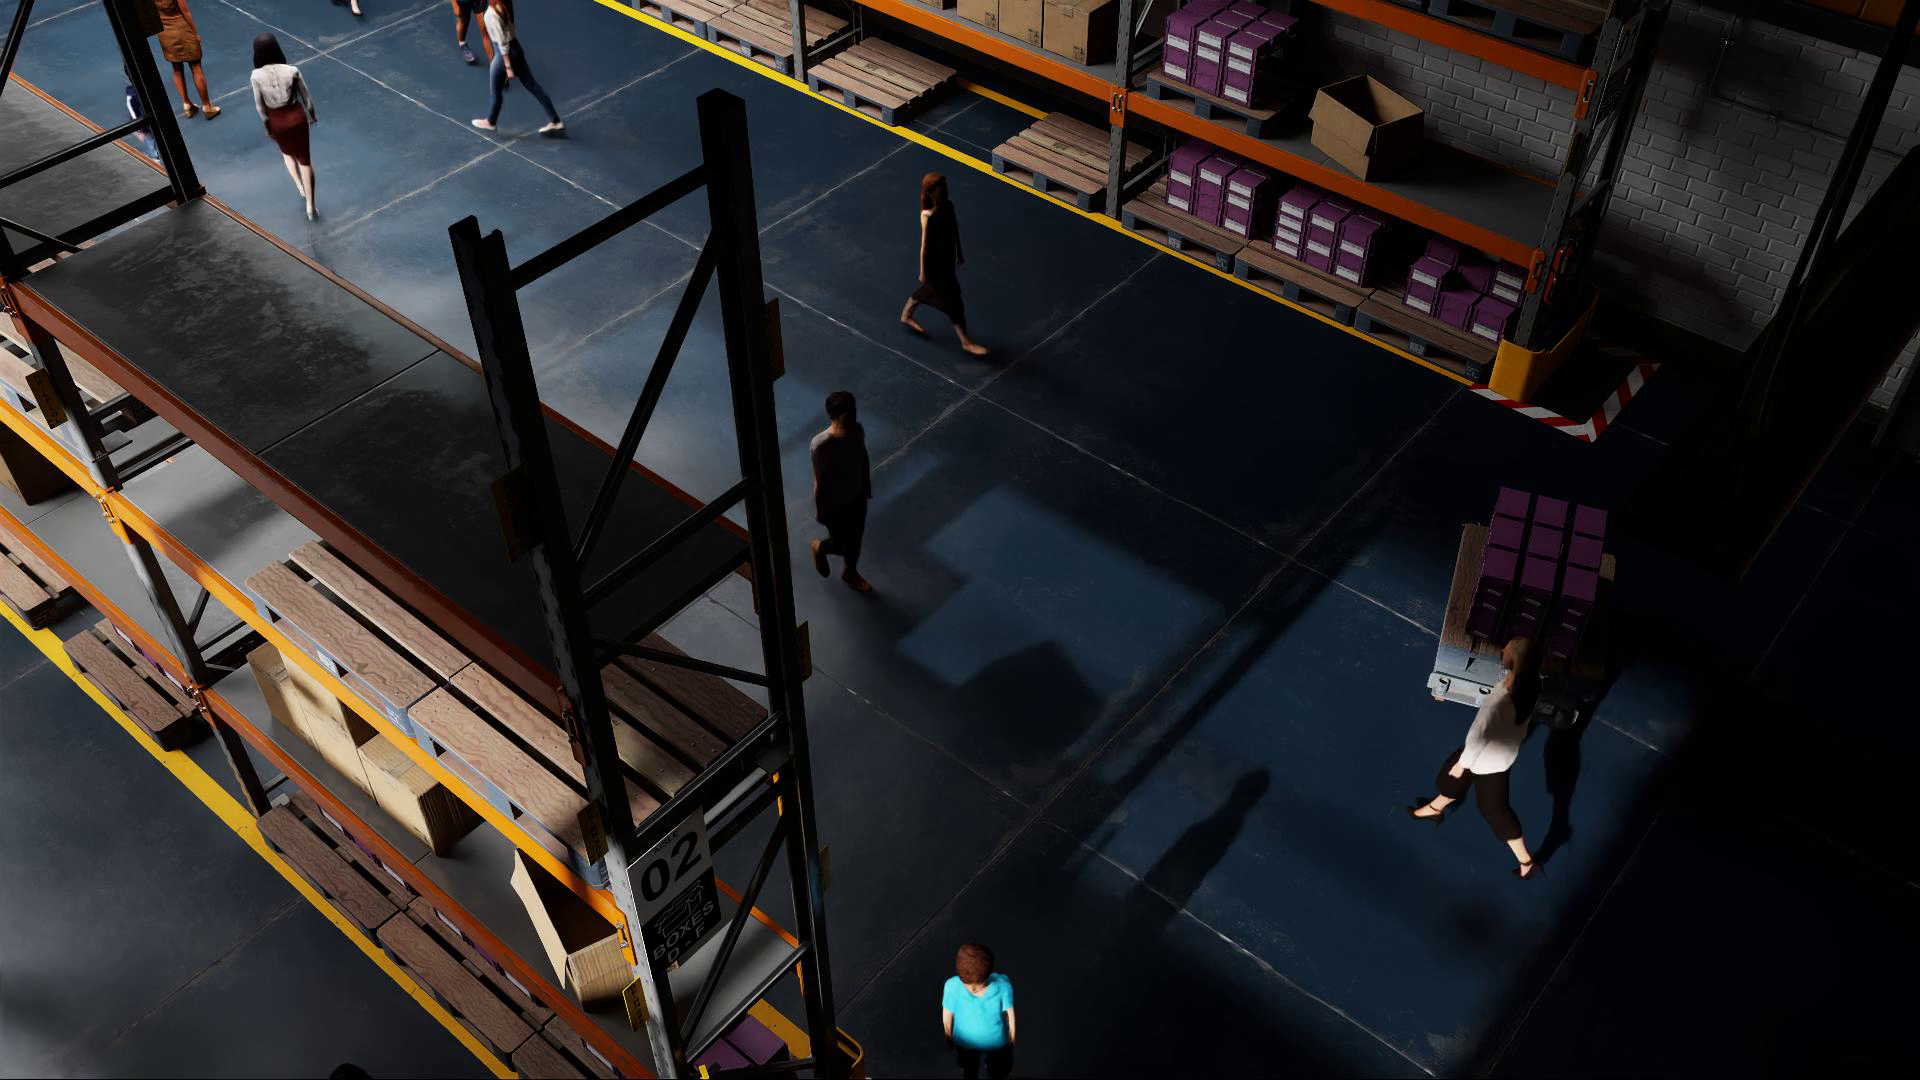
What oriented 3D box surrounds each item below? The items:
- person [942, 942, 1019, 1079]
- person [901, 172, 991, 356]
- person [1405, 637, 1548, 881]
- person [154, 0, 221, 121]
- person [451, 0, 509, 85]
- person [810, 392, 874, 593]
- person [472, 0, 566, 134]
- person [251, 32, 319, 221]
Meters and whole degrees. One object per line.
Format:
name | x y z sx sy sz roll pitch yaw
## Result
person | 0.105 2.473 8.627 0.709 1.437 0.768 -2 44 -3
person | -0.245 -2.268 13.505 1.137 1.573 0.749 20 47 20
person | 3.144 1.300 9.577 1.144 1.825 0.635 28 50 26
person | -7.629 -4.922 16.211 0.597 1.684 0.700 7 44 7
person | -5.015 -5.540 16.831 0.820 1.723 1.236 -27 50 -26
person | -0.860 -0.351 11.393 0.649 1.710 0.741 -34 53 -31
person | -4.227 -4.617 15.893 1.224 1.680 1.007 5 44 6
person | -5.966 -3.636 14.829 0.806 1.727 0.892 -13 45 -14
